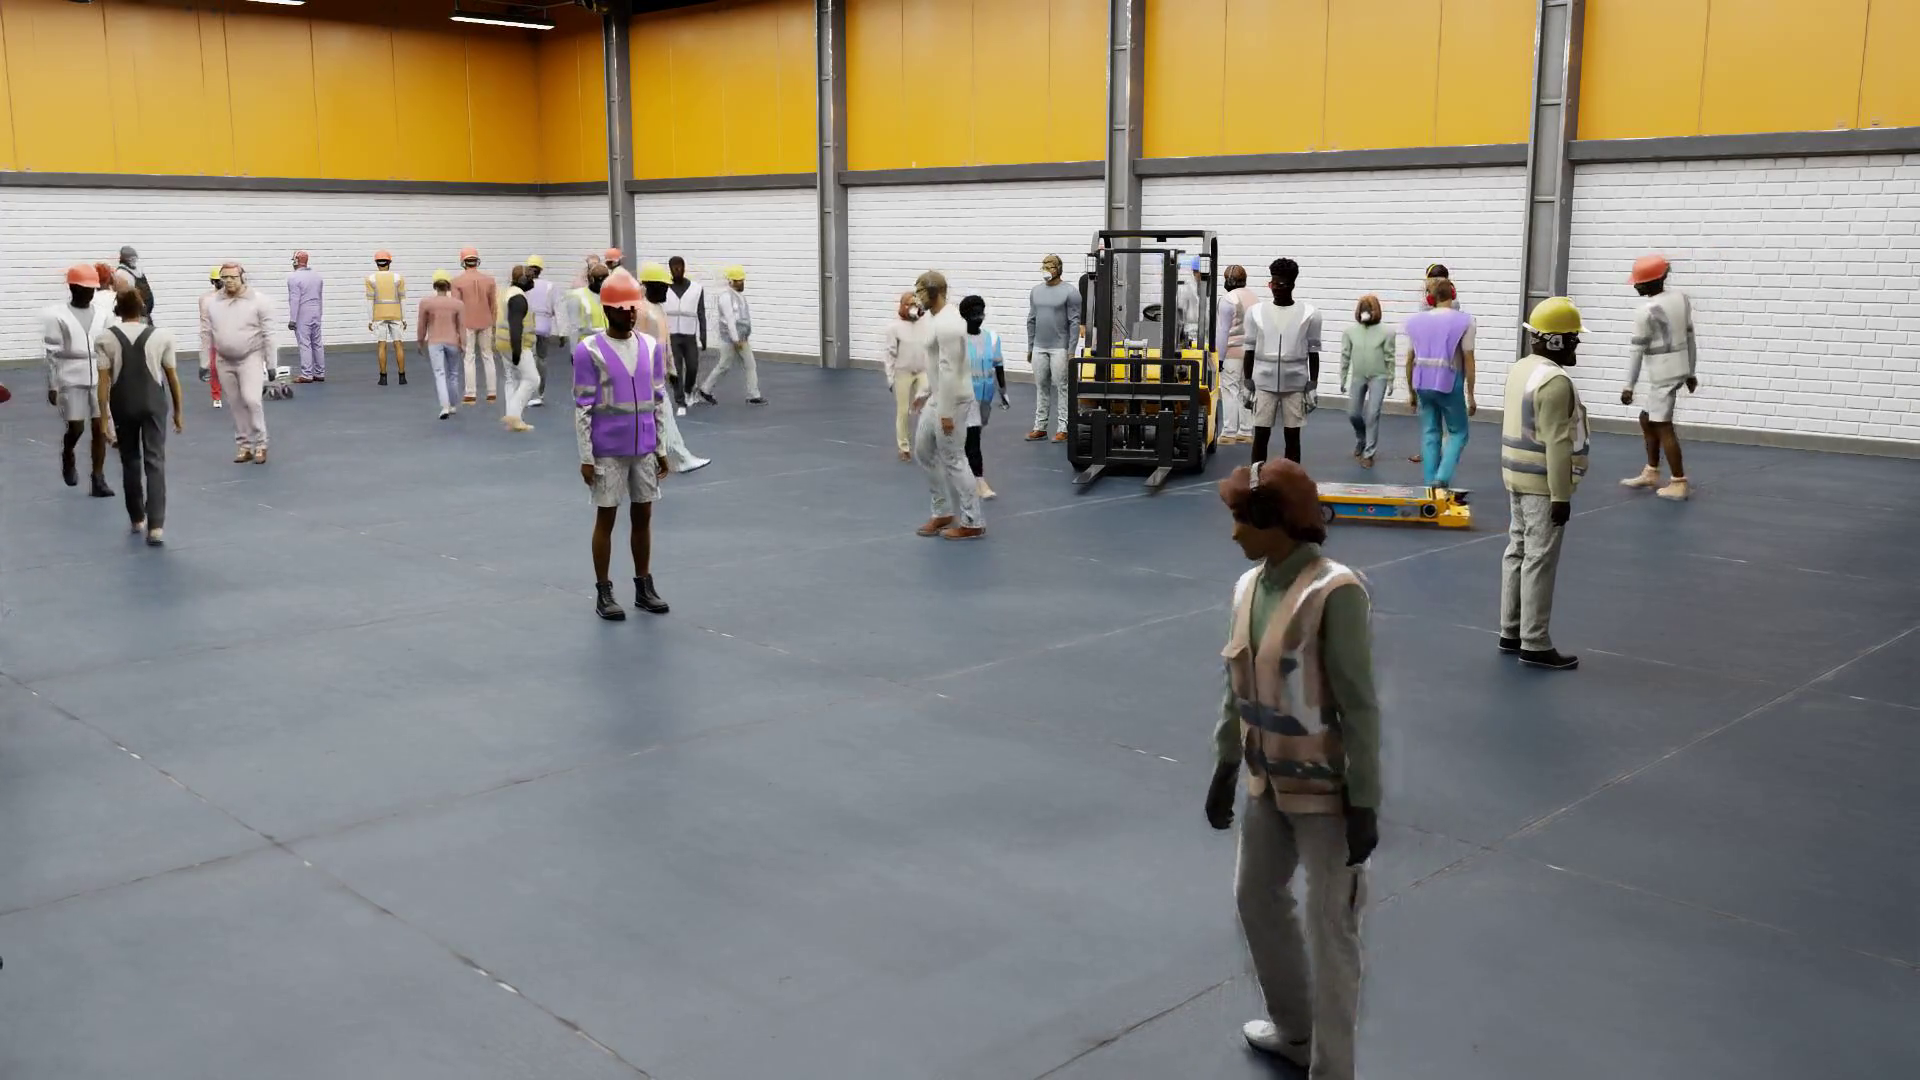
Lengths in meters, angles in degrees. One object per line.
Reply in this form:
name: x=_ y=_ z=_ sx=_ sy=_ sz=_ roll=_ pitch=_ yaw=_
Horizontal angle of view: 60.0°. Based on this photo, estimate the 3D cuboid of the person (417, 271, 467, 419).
person: x=-6.070 y=-2.295 z=19.545 sx=0.536 sy=1.720 sz=0.916 roll=-5 pitch=12 yaw=-26

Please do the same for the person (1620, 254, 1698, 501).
person: x=5.637 y=-1.314 z=13.484 sx=0.707 sy=1.978 sz=0.700 roll=-9 pitch=14 yaw=-41

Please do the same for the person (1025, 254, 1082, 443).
person: x=0.951 y=-1.972 z=17.179 sx=0.629 sy=1.940 sz=0.373 roll=7 pitch=13 yaw=35

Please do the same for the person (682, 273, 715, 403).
person: x=-3.632 y=-2.531 z=20.977 sx=0.976 sy=1.662 sz=0.488 roll=-3 pitch=11 yaw=-16

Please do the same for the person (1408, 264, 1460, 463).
person: x=4.454 y=-1.647 z=15.609 sx=0.534 sy=1.864 sz=0.310 roll=-7 pitch=12 yaw=-32

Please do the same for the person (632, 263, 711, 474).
person: x=-2.672 y=-1.533 z=14.938 sx=0.899 sy=1.880 sz=0.612 roll=2 pitch=11 yaw=9

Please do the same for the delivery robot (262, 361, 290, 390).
delivery robot: x=-9.146 y=-2.169 z=21.769 sx=0.707 sy=0.478 sz=0.477 roll=3 pitch=11 yaw=15

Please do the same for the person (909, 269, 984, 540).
person: x=-0.098 y=-0.951 z=11.754 sx=0.539 sy=1.891 sz=0.667 roll=-1 pitch=10 yaw=-7

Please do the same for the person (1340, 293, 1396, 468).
person: x=3.800 y=-1.486 z=15.439 sx=0.510 sy=1.607 sz=0.544 roll=5 pitch=12 yaw=27

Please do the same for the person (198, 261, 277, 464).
person: x=-6.755 y=-1.643 z=15.520 sx=0.659 sy=1.887 sz=0.609 roll=0 pitch=10 yaw=0

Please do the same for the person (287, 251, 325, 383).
person: x=-9.509 y=-3.229 z=24.115 sx=0.406 sy=1.911 sz=0.637 roll=3 pitch=11 yaw=18

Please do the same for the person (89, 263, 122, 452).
person: x=-8.548 y=-1.825 z=16.626 sx=0.606 sy=1.841 sz=0.923 roll=-9 pitch=14 yaw=-40

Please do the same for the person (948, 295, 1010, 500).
person: x=0.093 y=-1.192 z=13.700 sx=0.535 sy=1.654 sz=0.858 roll=-7 pitch=13 yaw=-35

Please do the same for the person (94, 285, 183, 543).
person: x=-5.744 y=-0.884 z=11.669 sx=0.520 sy=1.794 sz=0.941 roll=-5 pitch=11 yaw=-24

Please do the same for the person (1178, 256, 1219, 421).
person: x=2.693 y=-2.353 z=19.339 sx=0.621 sy=1.921 sz=0.884 roll=-9 pitch=14 yaw=-42

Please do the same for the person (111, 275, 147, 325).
person: x=-10.697 y=-2.580 z=21.324 sx=0.540 sy=1.624 sz=0.388 roll=-5 pitch=11 yaw=-24

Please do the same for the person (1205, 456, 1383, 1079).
person: x=0.812 y=0.614 z=3.972 sx=0.325 sy=1.615 sz=0.620 roll=-4 pitch=11 yaw=-22

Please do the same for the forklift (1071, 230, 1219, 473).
forklift: x=1.804 y=-1.825 z=15.677 sx=1.214 sy=2.155 sz=2.313 roll=2 pitch=11 yaw=13

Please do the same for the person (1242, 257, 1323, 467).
person: x=2.496 y=-1.209 z=12.943 sx=0.608 sy=1.963 sz=0.370 roll=3 pitch=11 yaw=15

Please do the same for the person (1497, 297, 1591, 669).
person: x=2.902 y=-0.285 z=8.263 sx=0.404 sy=1.831 sz=0.600 roll=0 pitch=10 yaw=-2

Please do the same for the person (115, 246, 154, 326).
person: x=-12.885 y=-3.642 z=26.001 sx=0.635 sy=2.000 sz=0.772 roll=0 pitch=10 yaw=1

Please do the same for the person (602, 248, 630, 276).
person: x=-5.173 y=-3.463 z=25.330 sx=1.031 sy=1.920 sz=0.714 roll=2 pitch=11 yaw=12

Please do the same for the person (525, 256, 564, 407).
person: x=-5.383 y=-2.632 z=20.987 sx=0.679 sy=1.855 sz=1.015 roll=-4 pitch=11 yaw=-22

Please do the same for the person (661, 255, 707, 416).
person: x=-3.335 y=-2.446 z=19.875 sx=0.601 sy=1.895 sz=0.640 roll=-2 pitch=11 yaw=-10

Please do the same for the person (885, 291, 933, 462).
person: x=-0.434 y=-1.514 z=15.555 sx=0.537 sy=1.613 sz=0.539 roll=-4 pitch=11 yaw=-22

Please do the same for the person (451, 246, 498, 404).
person: x=-6.159 y=-2.714 z=21.076 sx=0.621 sy=1.989 sz=0.398 roll=-8 pitch=13 yaw=-38

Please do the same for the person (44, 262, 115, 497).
person: x=-7.205 y=-1.312 z=13.641 sx=0.613 sy=1.914 sz=0.565 roll=9 pitch=14 yaw=40

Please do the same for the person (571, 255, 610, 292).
person: x=-5.128 y=-3.065 z=23.372 sx=0.671 sy=1.849 sz=1.016 roll=-3 pitch=11 yaw=-15

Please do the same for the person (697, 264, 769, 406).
person: x=-2.880 y=-2.561 z=20.833 sx=0.889 sy=1.789 sz=0.580 roll=4 pitch=11 yaw=20

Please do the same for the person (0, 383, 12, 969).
person: x=-2.860 y=0.355 z=4.621 sx=0.501 sy=1.889 sz=0.602 roll=-3 pitch=11 yaw=-16

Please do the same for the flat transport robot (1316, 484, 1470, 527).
flat transport robot: x=3.075 y=-0.279 z=12.495 sx=1.431 sy=0.197 sz=0.652 roll=3 pitch=11 yaw=15

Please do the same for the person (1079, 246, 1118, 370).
person: x=1.813 y=-2.833 z=21.722 sx=0.621 sy=1.990 sz=0.391 roll=-7 pitch=13 yaw=-35

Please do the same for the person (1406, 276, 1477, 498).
person: x=3.788 y=-1.157 z=13.070 sx=0.608 sy=1.810 sz=0.457 roll=9 pitch=14 yaw=41

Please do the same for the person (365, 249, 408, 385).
person: x=-8.184 y=-3.172 z=23.754 sx=0.542 sy=1.928 sz=0.374 roll=-4 pitch=11 yaw=-23

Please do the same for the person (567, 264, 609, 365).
person: x=-3.841 y=-2.008 z=17.656 sx=0.642 sy=1.826 sz=0.441 roll=-10 pitch=14 yaw=-43

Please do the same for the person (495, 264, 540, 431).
person: x=-4.805 y=-2.069 z=18.047 sx=0.440 sy=1.822 sz=0.632 roll=-5 pitch=12 yaw=-27

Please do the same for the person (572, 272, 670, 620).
person: x=-1.862 y=-0.516 z=9.268 sx=0.541 sy=1.932 sz=0.382 roll=-9 pitch=14 yaw=-40

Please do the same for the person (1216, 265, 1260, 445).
person: x=2.805 y=-1.884 z=16.999 sx=0.432 sy=1.835 sz=0.619 roll=9 pitch=14 yaw=41

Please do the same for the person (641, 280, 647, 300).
person: x=-4.983 y=-3.541 z=26.665 sx=0.840 sy=1.586 sz=0.530 roll=8 pitch=13 yaw=38

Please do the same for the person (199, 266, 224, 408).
person: x=-9.140 y=-2.518 z=20.655 sx=0.518 sy=1.756 sz=0.353 roll=-7 pitch=13 yaw=-35
